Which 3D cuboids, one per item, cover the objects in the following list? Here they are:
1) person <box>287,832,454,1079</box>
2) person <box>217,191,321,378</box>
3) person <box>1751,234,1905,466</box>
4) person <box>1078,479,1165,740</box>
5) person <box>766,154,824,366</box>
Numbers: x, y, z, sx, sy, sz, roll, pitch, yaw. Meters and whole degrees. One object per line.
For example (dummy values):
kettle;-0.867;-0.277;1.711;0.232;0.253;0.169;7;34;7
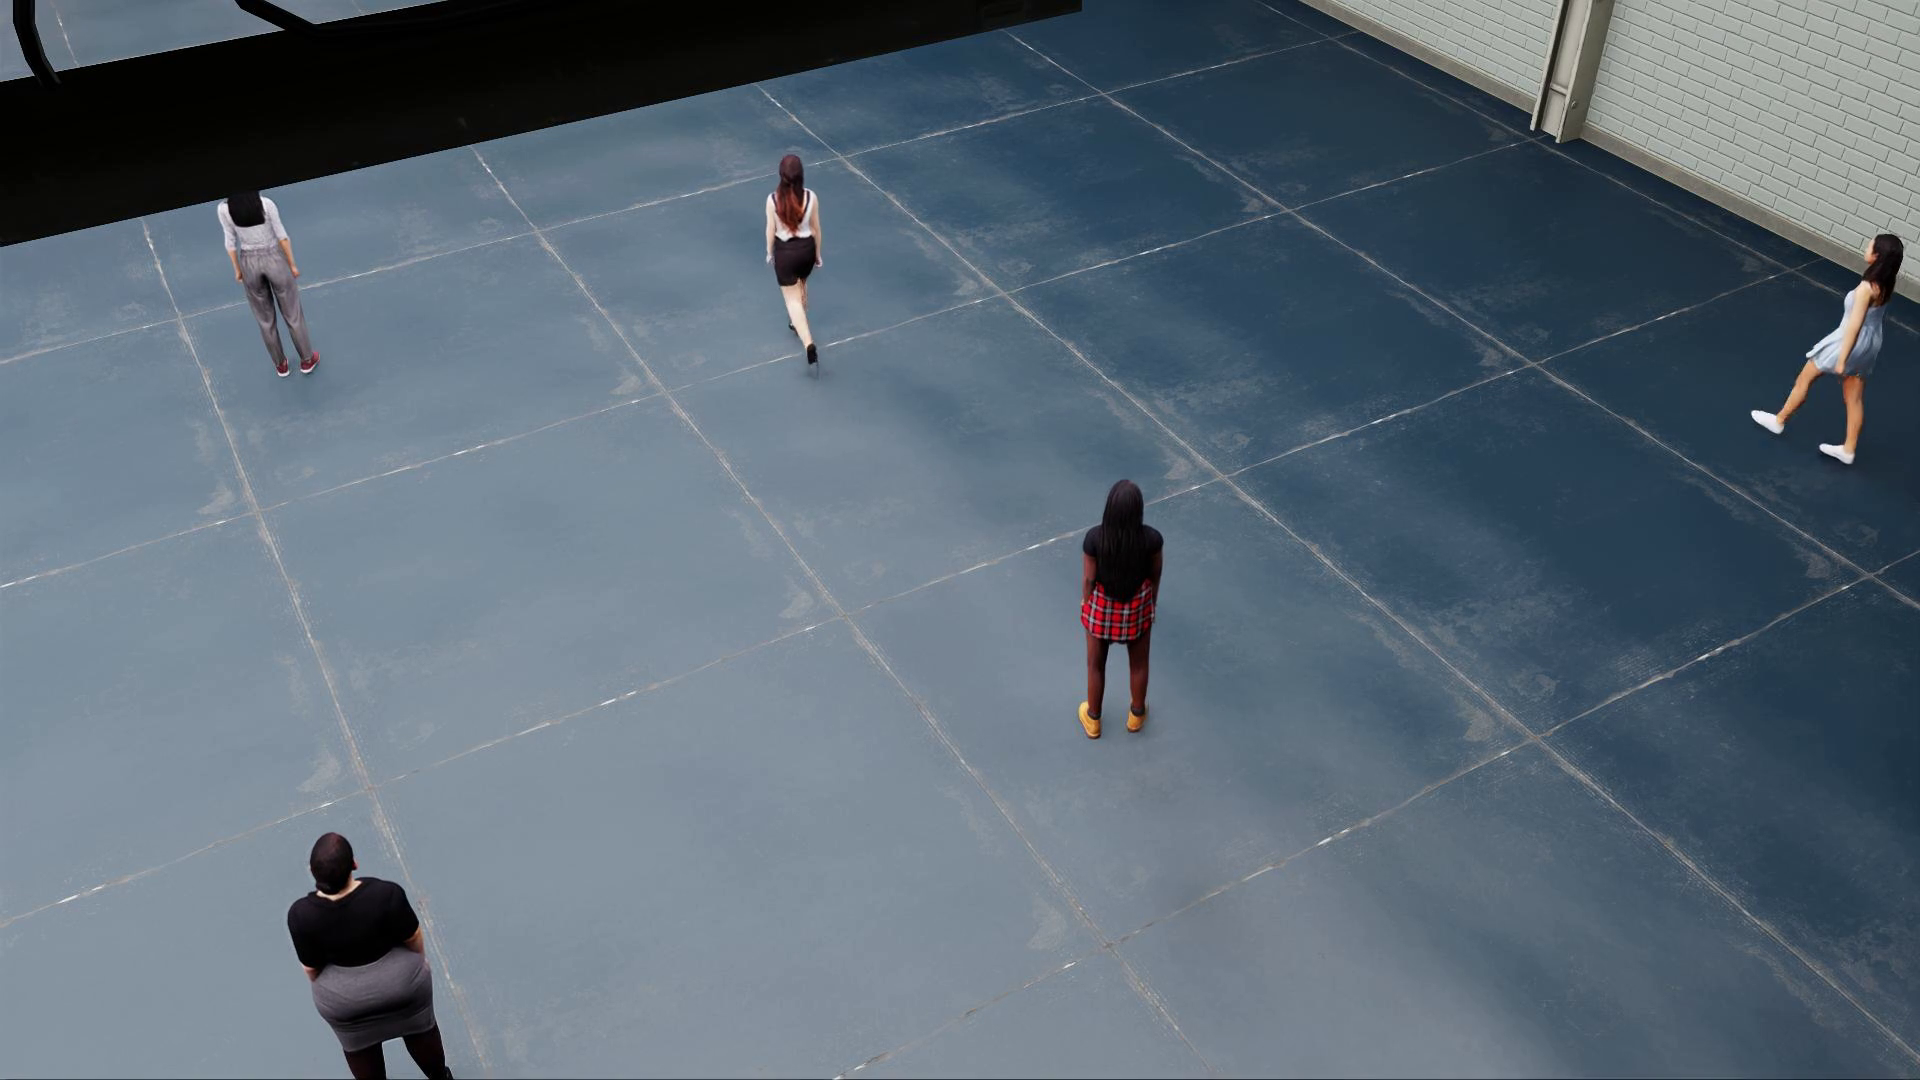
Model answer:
person;-2.573;1.934;7.283;0.722;1.759;0.682;-11;39;-14
person;-5.161;-2.007;12.342;0.665;1.732;0.639;-6;38;-8
person;6.215;-1.272;11.433;0.650;1.696;1.003;-23;43;-26
person;0.885;0.391;9.282;0.712;1.727;0.736;-2;38;-3
person;-1.231;-2.073;12.523;0.633;1.615;1.068;-15;41;-19
